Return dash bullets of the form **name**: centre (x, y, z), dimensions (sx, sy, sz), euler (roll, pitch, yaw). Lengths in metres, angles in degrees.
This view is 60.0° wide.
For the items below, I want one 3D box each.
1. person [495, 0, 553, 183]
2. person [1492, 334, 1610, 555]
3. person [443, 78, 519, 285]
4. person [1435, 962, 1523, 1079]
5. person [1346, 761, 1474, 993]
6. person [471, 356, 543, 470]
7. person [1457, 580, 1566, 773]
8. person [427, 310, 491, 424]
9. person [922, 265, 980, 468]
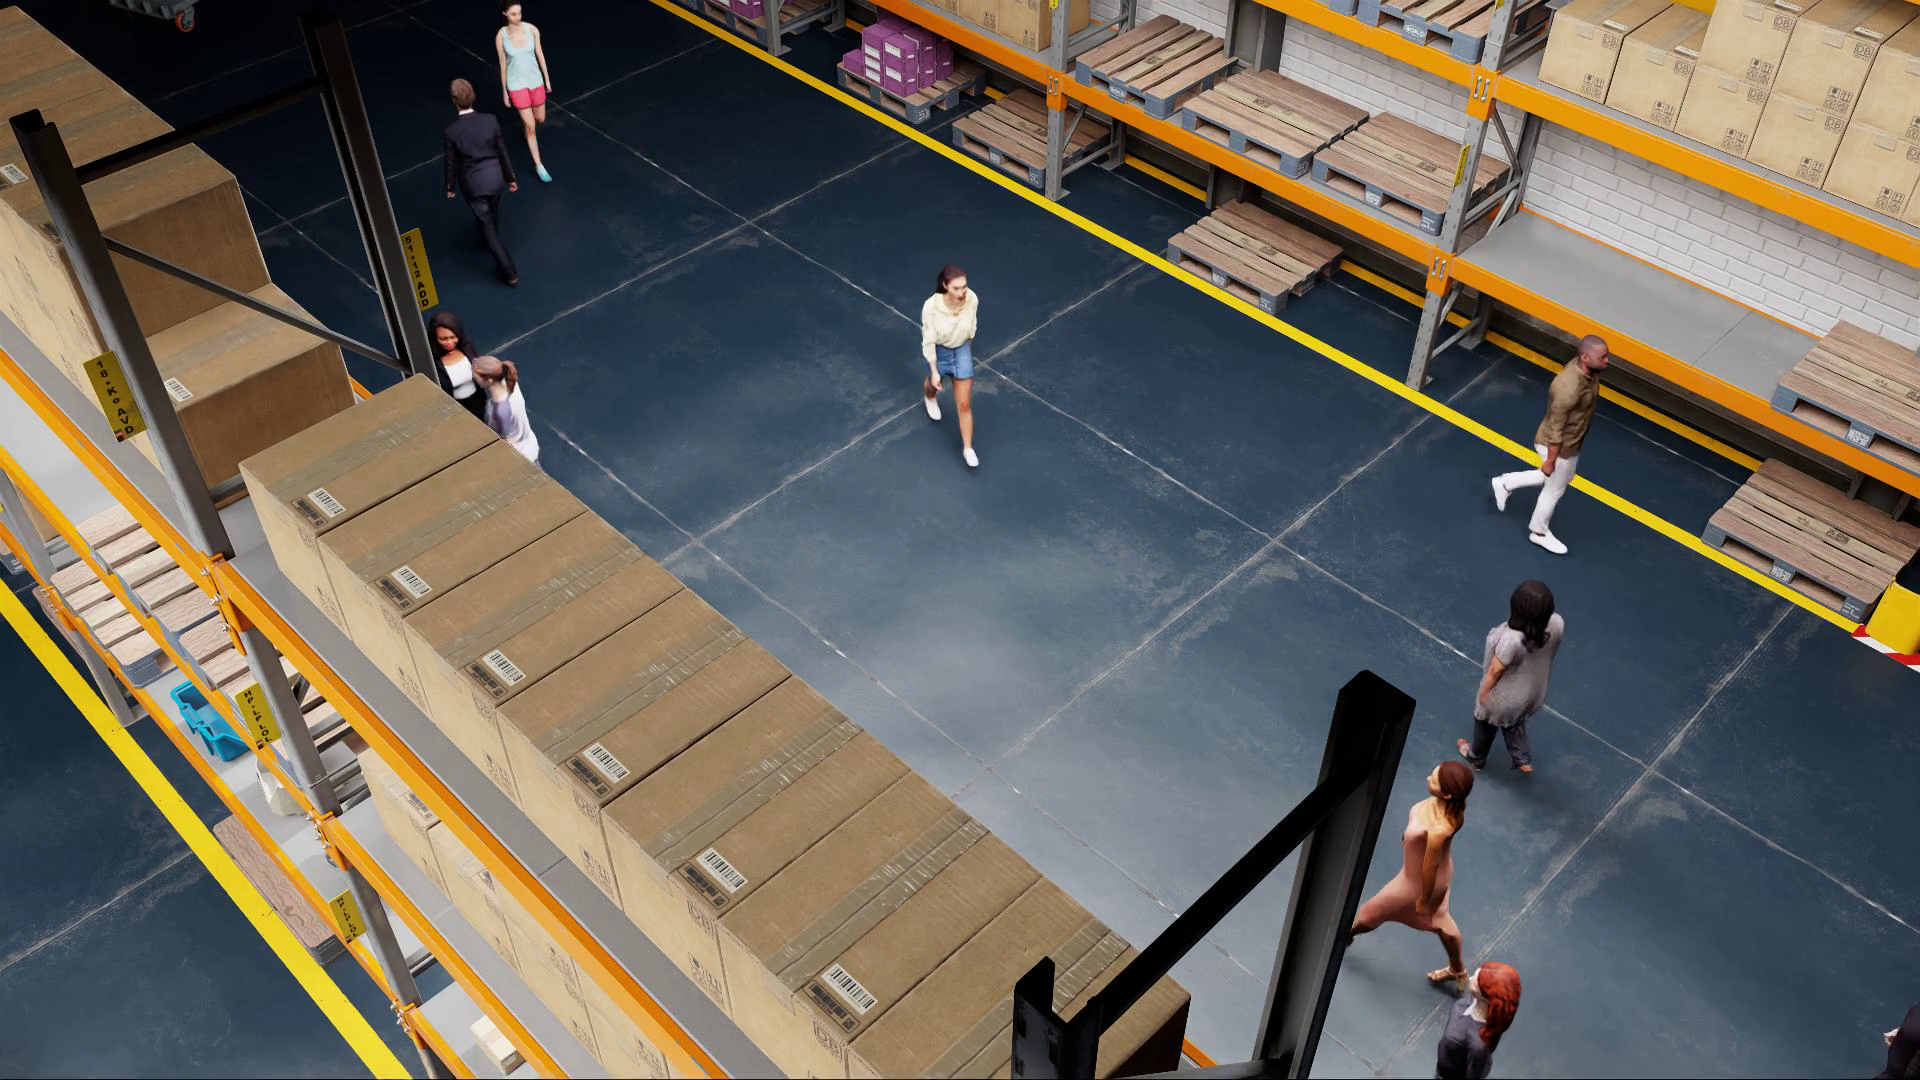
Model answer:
- **person**: centre (-4.041, -4.225, 15.378), dimensions (0.806, 1.739, 1.102), euler (-19, 47, -19)
- **person**: centre (4.138, -0.704, 11.636), dimensions (0.948, 1.803, 0.778), euler (29, 51, 27)
- **person**: centre (-4.022, -2.991, 14.059), dimensions (0.841, 1.771, 1.188), euler (-27, 50, -25)
- **person**: centre (2.459, 2.605, 8.179), dimensions (0.633, 1.780, 0.655), euler (15, 46, 15)
- **person**: centre (2.587, 1.852, 8.967), dimensions (1.199, 1.782, 0.862), euler (19, 47, 19)
- **person**: centre (-2.973, -0.585, 11.556), dimensions (0.963, 1.742, 0.918), euler (0, 44, 0)
- **person**: centre (3.402, 0.904, 10.095), dimensions (0.777, 1.600, 0.853), euler (-17, 46, -17)
- **person**: centre (-3.652, -0.993, 12.078), dimensions (0.661, 1.612, 0.677), euler (28, 50, 26)
- **person**: centre (-0.124, -1.419, 12.548), dimensions (0.996, 1.580, 1.247), euler (-12, 45, -13)
